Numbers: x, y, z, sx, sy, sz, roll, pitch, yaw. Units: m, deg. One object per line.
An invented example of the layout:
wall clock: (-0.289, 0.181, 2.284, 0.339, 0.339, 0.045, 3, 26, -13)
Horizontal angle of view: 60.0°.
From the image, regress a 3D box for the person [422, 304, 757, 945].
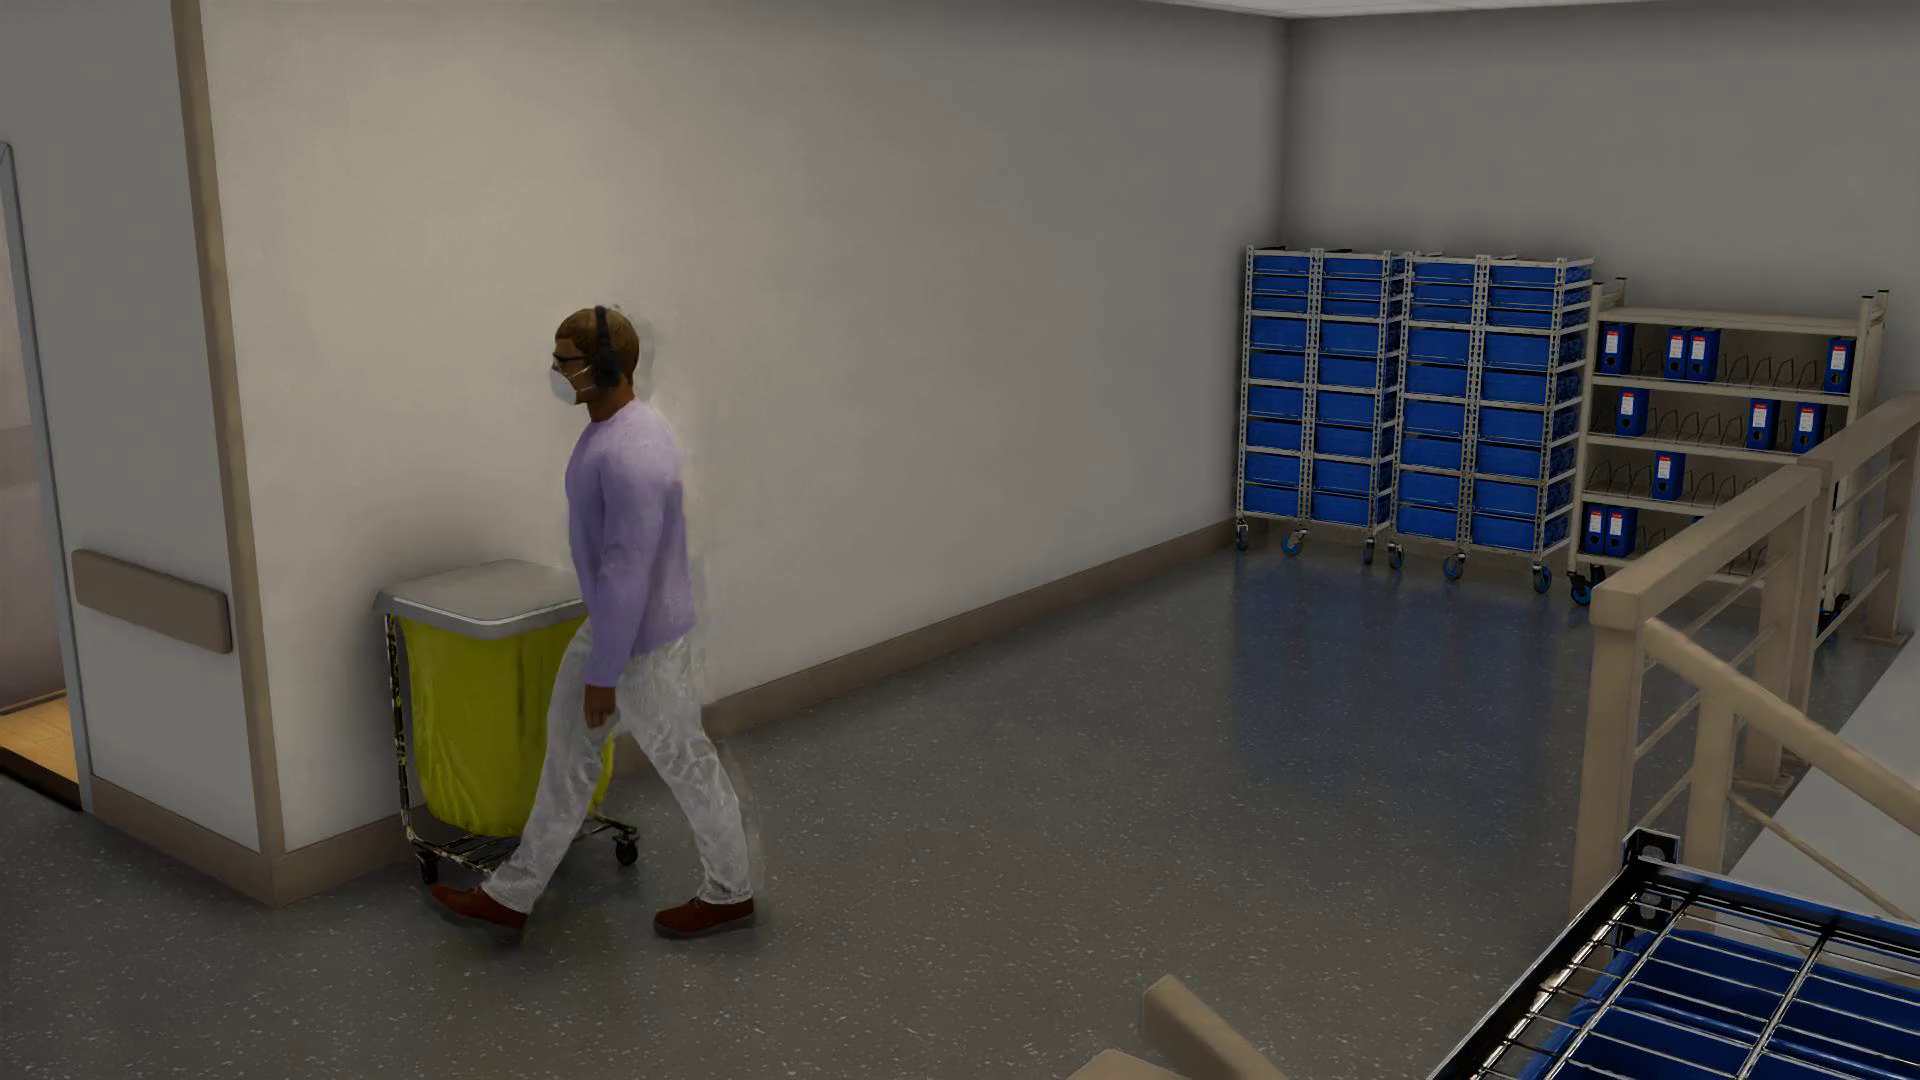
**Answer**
person: (-1.054, 0.289, 4.730, 0.985, 1.888, 0.655, -5, 14, -20)
